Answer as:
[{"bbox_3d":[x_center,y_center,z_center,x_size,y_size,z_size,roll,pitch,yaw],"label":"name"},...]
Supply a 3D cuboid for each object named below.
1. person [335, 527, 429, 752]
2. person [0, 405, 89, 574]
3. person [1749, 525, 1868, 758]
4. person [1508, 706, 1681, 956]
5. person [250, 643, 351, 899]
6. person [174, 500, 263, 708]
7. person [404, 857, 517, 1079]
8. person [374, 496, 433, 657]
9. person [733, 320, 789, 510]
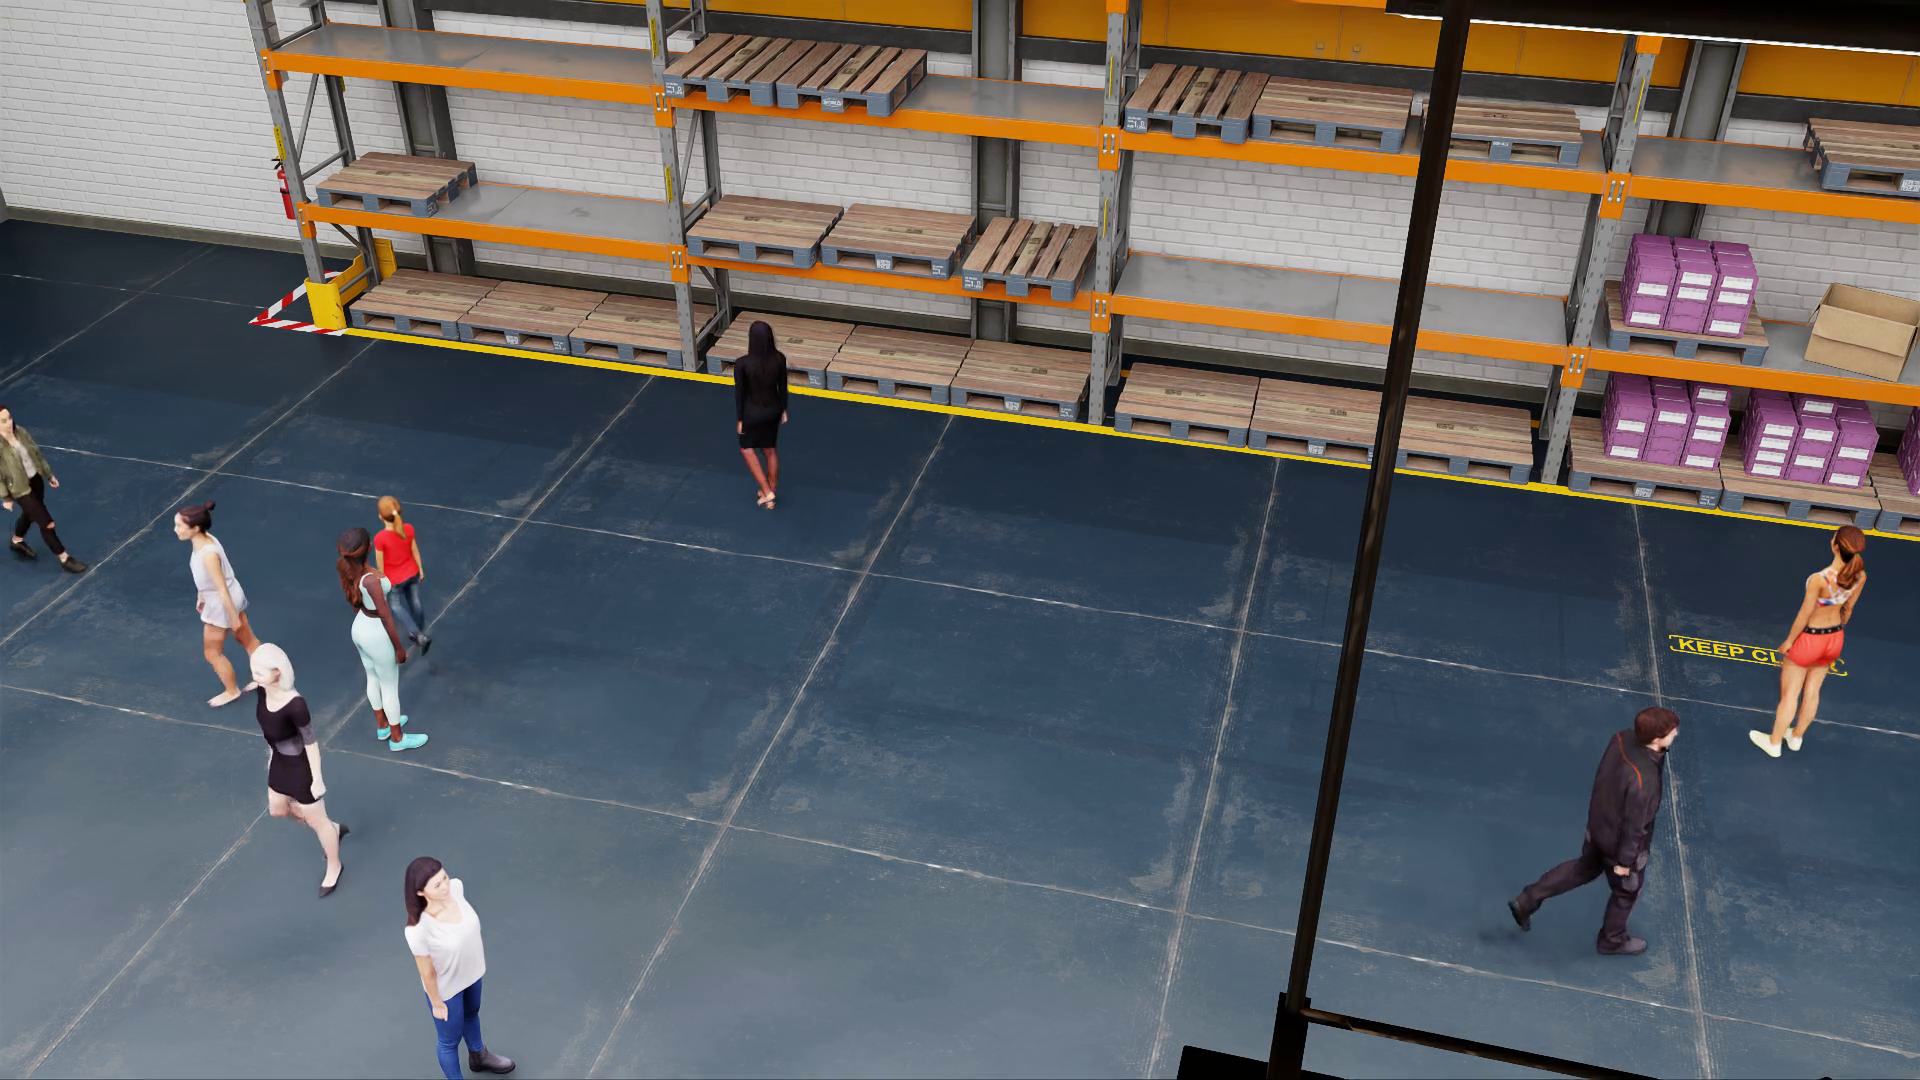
[{"bbox_3d":[-3.911,0.654,11.132,0.602,1.722,0.709,26,42,34],"label":"person"},{"bbox_3d":[-7.356,-0.411,12.988,0.969,1.442,0.606,7,34,10],"label":"person"},{"bbox_3d":[5.675,0.682,11.028,0.634,1.792,0.724,-7,34,-11],"label":"person"},{"bbox_3d":[3.674,1.670,9.520,1.155,1.815,0.924,-2,34,-2],"label":"person"},{"bbox_3d":[-3.950,1.332,10.020,0.693,1.825,0.790,19,38,26],"label":"person"},{"bbox_3d":[-5.055,0.419,11.606,0.826,1.590,0.763,-16,37,-22],"label":"person"},{"bbox_3d":[-2.656,2.299,8.692,0.505,1.685,0.587,8,34,12],"label":"person"},{"bbox_3d":[-4.021,0.291,12.063,0.774,1.297,0.665,29,43,36],"label":"person"},{"bbox_3d":[-1.586,-0.974,13.590,0.789,1.713,0.850,-17,37,-24],"label":"person"}]
